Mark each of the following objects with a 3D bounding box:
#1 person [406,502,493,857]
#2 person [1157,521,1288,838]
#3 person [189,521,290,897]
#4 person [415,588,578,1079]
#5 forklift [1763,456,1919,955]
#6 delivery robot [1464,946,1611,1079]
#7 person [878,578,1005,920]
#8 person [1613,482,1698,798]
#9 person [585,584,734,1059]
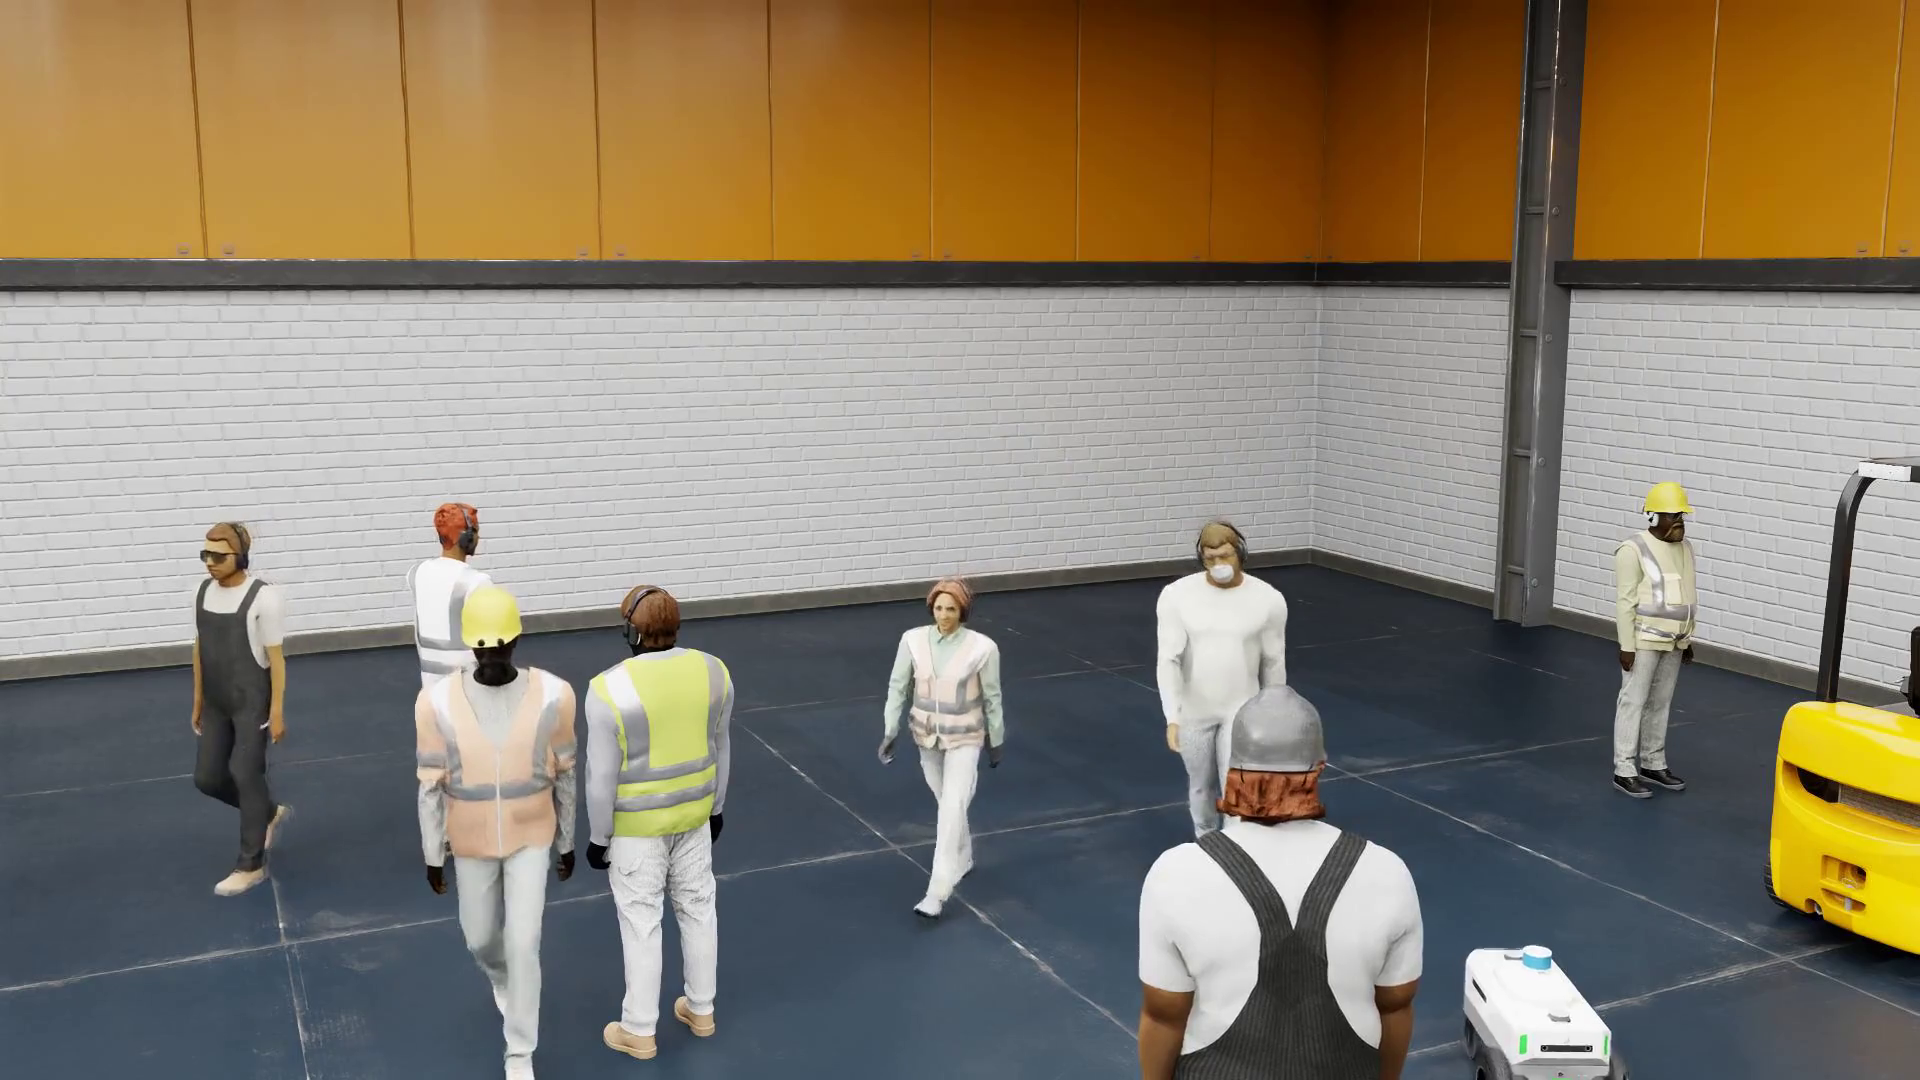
[{"bbox_3d":[-2.551,0.745,8.460,0.576,1.882,0.346,6,11,31],"label":"person"},{"bbox_3d":[1.247,0.829,7.983,0.618,1.884,1.047,2,9,10],"label":"person"},{"bbox_3d":[-3.541,0.805,8.202,0.529,1.835,0.509,3,10,17],"label":"person"},{"bbox_3d":[-1.737,1.085,6.312,0.583,1.899,0.823,-2,9,-12],"label":"person"},{"bbox_3d":[4.857,0.731,7.561,2.313,2.155,1.214,-4,10,-25],"label":"forklift"},{"bbox_3d":[2.108,1.735,6.109,0.477,0.478,0.707,0,9,1],"label":"delivery robot"},{"bbox_3d":[-0.081,0.972,7.927,0.522,1.585,0.891,4,10,24],"label":"person"},{"bbox_3d":[4.058,0.570,9.677,0.588,1.834,0.403,-5,11,-30],"label":"person"},{"bbox_3d":[-1.182,1.081,6.471,0.626,1.846,0.429,-8,12,-41],"label":"person"}]
